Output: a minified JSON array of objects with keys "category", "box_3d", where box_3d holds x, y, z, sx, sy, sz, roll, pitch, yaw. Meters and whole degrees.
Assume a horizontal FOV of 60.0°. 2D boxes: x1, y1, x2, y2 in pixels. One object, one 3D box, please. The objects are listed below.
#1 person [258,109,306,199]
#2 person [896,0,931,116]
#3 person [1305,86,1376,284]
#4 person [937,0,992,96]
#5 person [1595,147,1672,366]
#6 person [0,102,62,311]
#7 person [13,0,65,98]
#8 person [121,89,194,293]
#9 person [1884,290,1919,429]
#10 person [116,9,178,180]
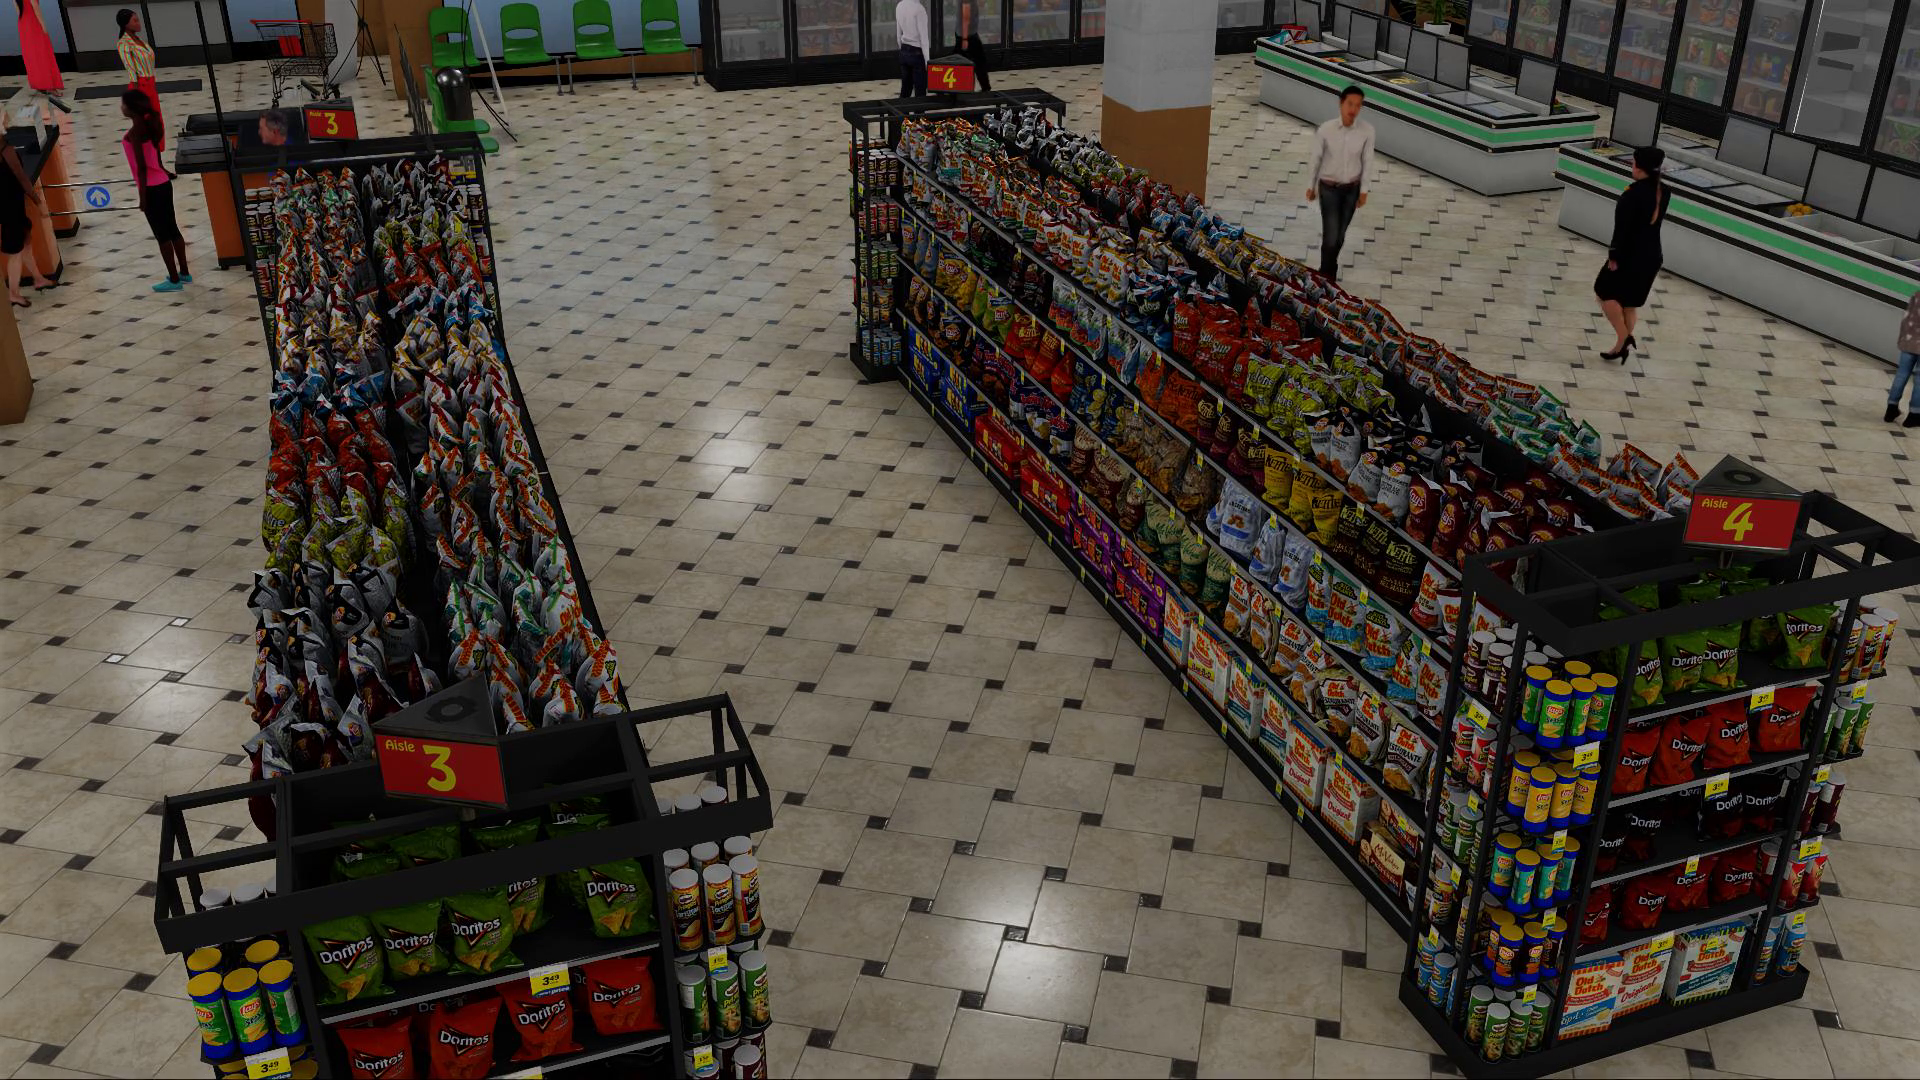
[{"category":"person","box_3d":[-5.159,-2.489,13.155,0.812,1.813,0.705,-12,29,-21]},{"category":"person","box_3d":[-0.542,-5.577,19.186,0.766,1.868,0.657,-23,35,-38]},{"category":"person","box_3d":[3.208,-2.975,14.158,0.952,1.773,1.223,4,27,9]},{"category":"person","box_3d":[0.003,-6.257,20.701,0.809,1.710,1.109,-5,27,-10]},{"category":"person","box_3d":[5.153,-2.101,12.565,0.758,1.656,0.736,-17,31,-30]},{"category":"person","box_3d":[-7.927,-2.725,13.720,0.865,1.724,0.908,13,30,23]},{"category":"person","box_3d":[-11.849,-6.538,21.235,0.701,1.728,0.771,14,30,25]},{"category":"person","box_3d":[-6.901,-2.999,14.264,0.705,1.721,0.602,2,27,3]},{"category":"person","box_3d":[6.739,-1.380,11.655,0.598,1.194,0.474,-19,33,-33]},{"category":"person","box_3d":[-8.550,-4.642,17.423,0.714,1.793,0.568,-1,27,-2]}]
